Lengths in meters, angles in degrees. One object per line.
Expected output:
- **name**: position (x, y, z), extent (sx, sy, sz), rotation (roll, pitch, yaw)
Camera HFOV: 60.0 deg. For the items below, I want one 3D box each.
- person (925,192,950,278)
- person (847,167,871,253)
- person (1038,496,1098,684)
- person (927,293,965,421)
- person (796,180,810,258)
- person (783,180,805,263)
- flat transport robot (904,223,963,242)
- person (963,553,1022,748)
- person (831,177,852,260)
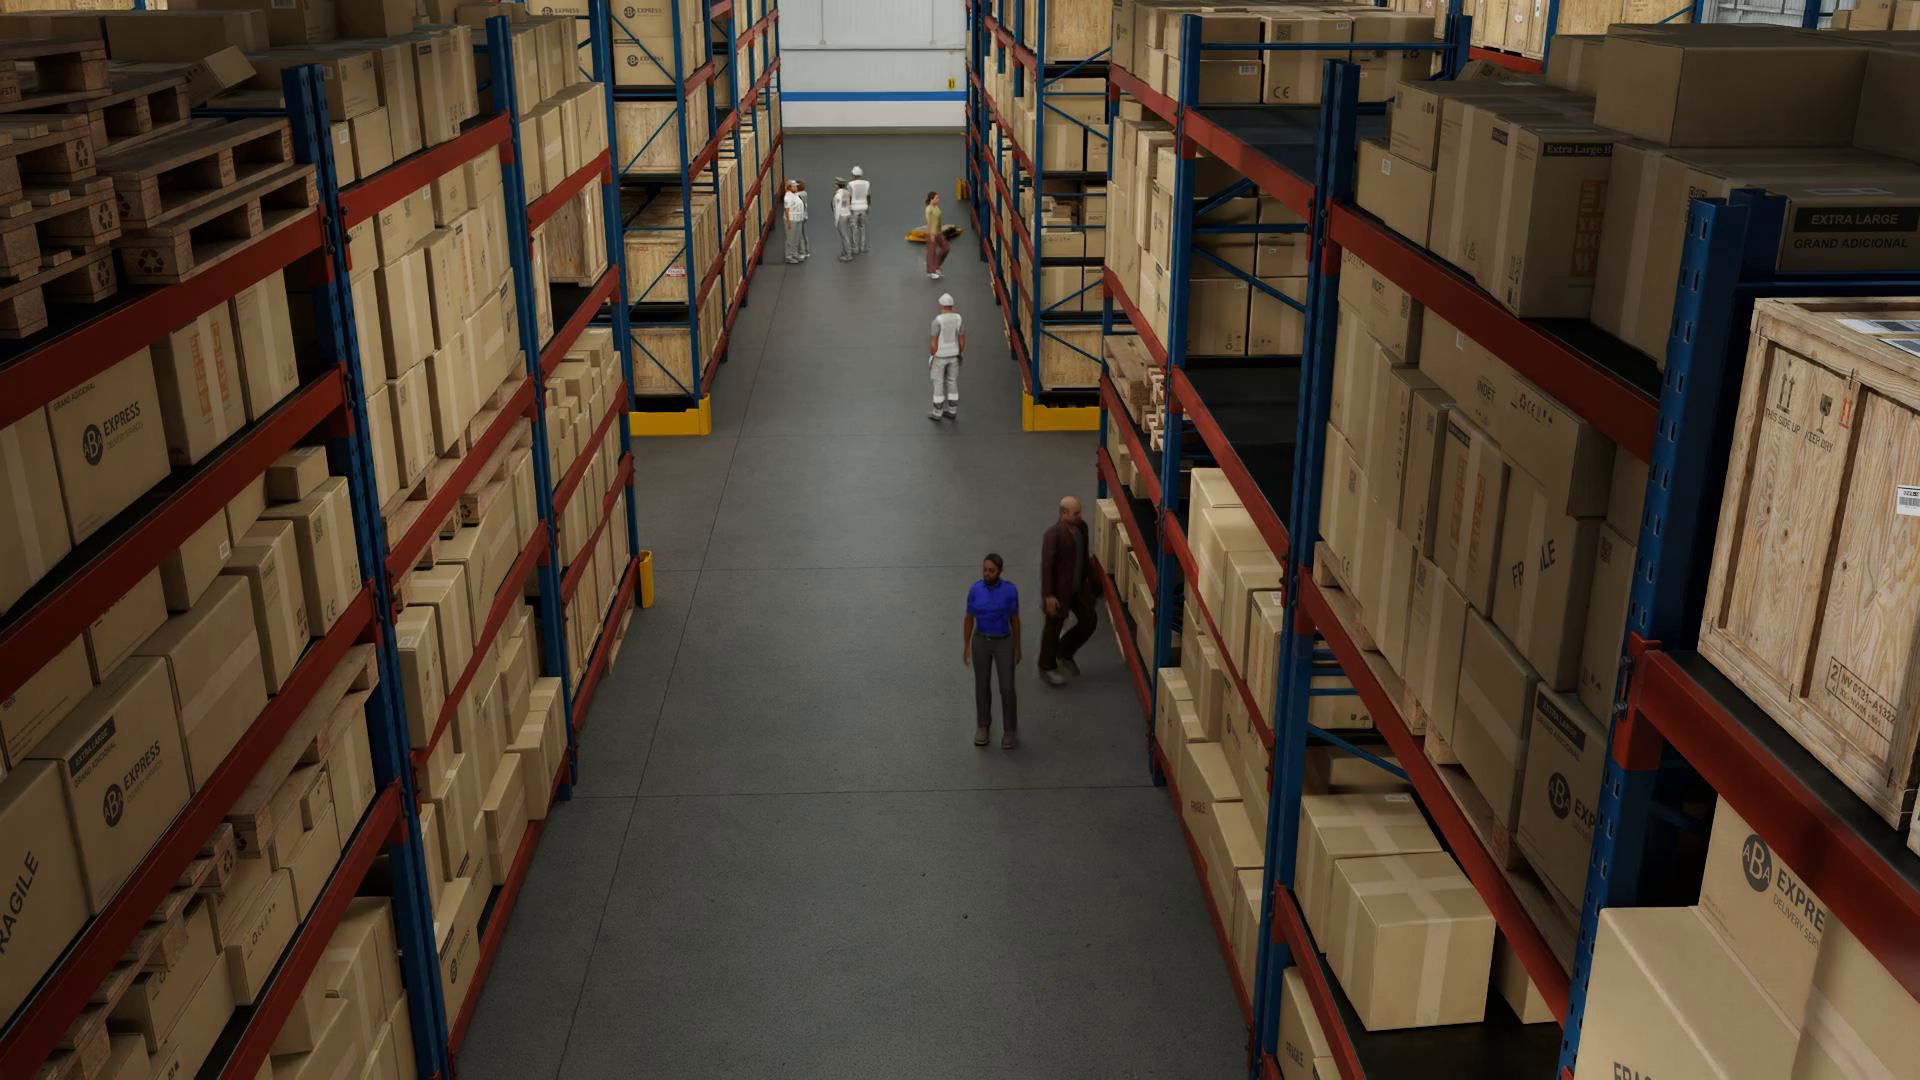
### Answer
- **person**: position (-0.477, -5.980, 32.592), extent (0.455, 1.671, 0.457), rotation (11, 23, 27)
- **person**: position (-2.149, -6.977, 35.113), extent (0.553, 1.791, 0.342), rotation (-10, 23, -25)
- **person**: position (0.986, 0.446, 15.238), extent (0.709, 1.774, 0.479), rotation (-18, 27, -40)
- **person**: position (-0.218, -2.587, 23.371), extent (0.549, 1.793, 0.404), rotation (-12, 23, -29)
- **person**: position (-3.324, -6.673, 34.559), extent (0.316, 1.598, 0.413), rotation (10, 23, 24)
- **person**: position (-3.414, -6.544, 34.127), extent (0.392, 1.661, 0.478), rotation (8, 22, 20)
- **flat transport robot**: position (-0.577, -6.825, 37.016), extent (0.659, 0.257, 1.431), rotation (12, 24, 30)
- **person**: position (0.268, 0.923, 14.109), extent (0.489, 1.664, 0.414), rotation (4, 21, 11)
- **person**: position (-2.426, -6.653, 34.427), extent (0.433, 1.682, 0.489), rotation (7, 22, 17)
